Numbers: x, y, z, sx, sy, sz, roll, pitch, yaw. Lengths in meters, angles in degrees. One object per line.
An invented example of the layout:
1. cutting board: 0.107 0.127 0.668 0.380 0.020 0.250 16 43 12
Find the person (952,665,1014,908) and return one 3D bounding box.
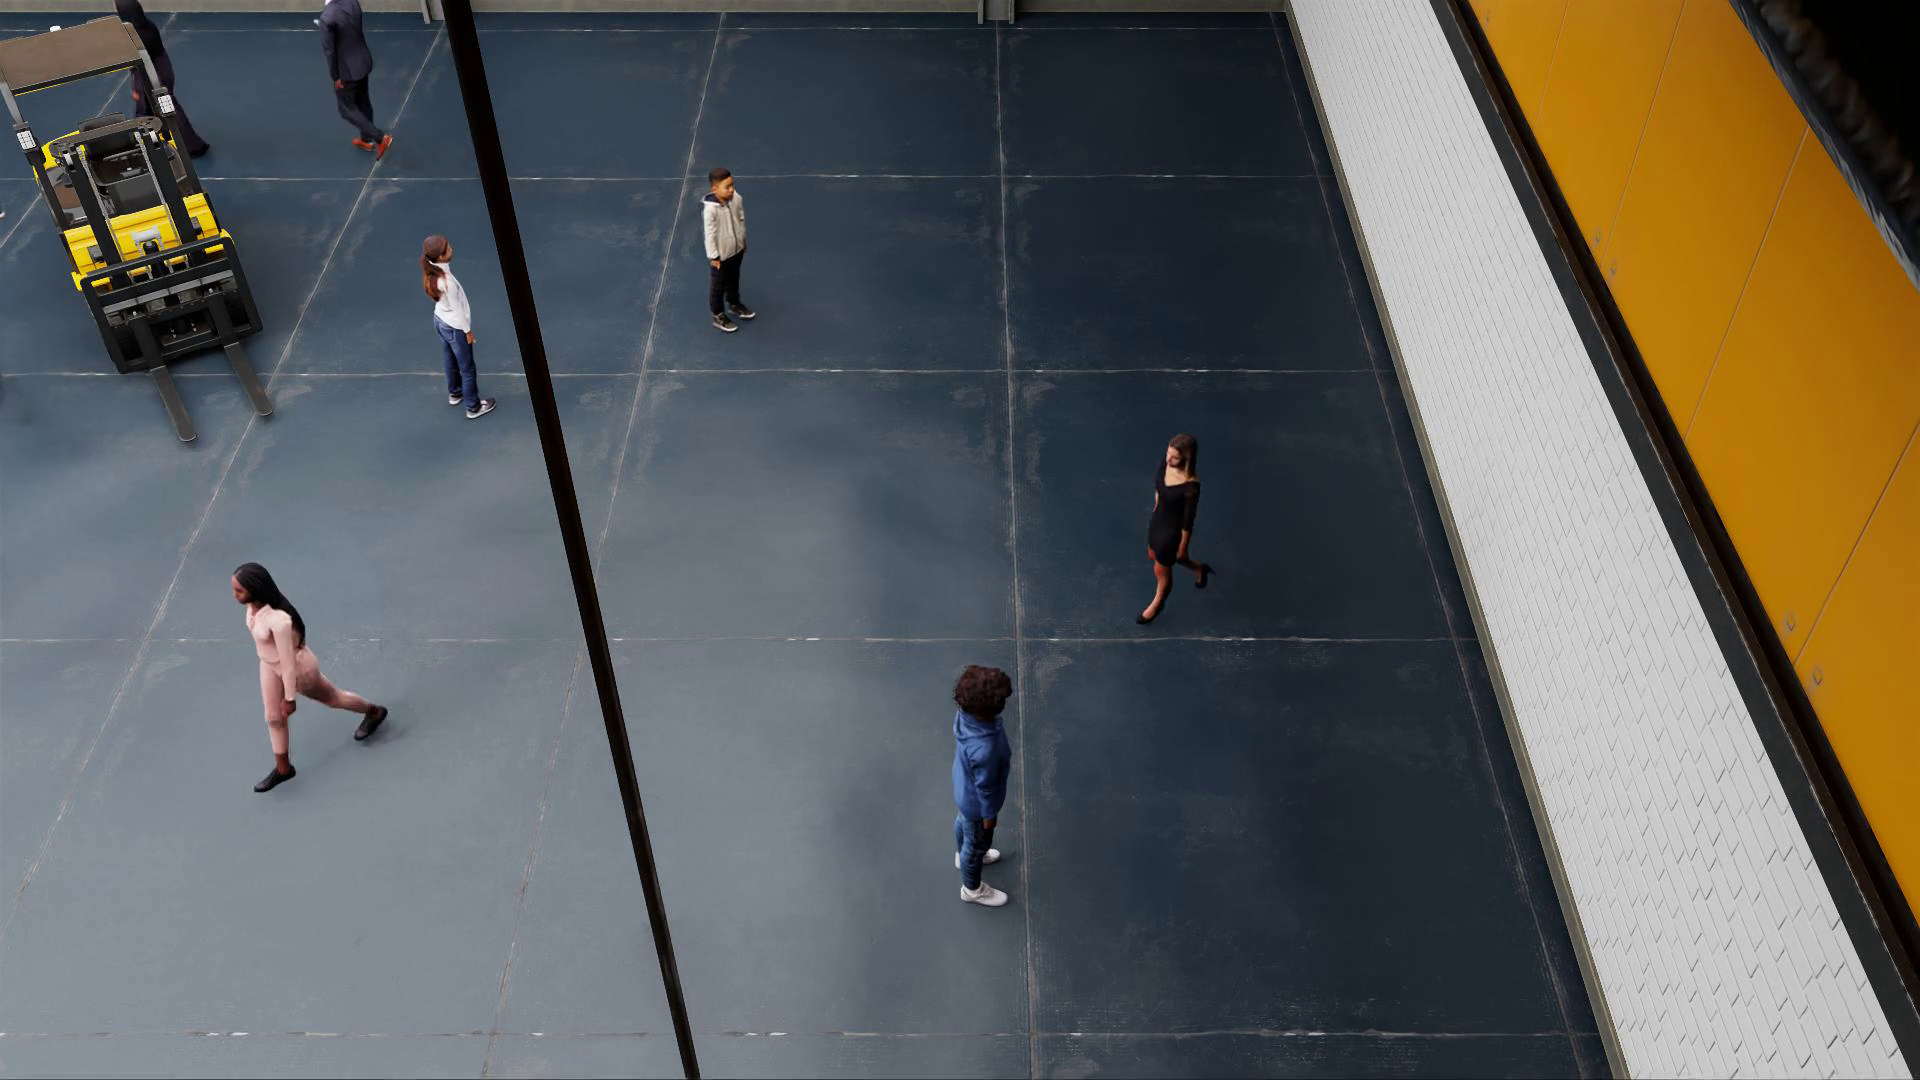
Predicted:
1. person: 0.106 1.376 9.399 0.579 1.805 0.696 -4 44 -4

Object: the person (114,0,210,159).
1. person: -7.432 -4.308 15.509 0.937 1.607 0.622 0 44 0

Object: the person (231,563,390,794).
1. person: -3.980 0.760 10.138 1.156 1.678 1.170 32 52 29

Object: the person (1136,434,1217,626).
1. person: 1.477 -0.092 11.045 0.913 1.660 0.739 -15 46 -15

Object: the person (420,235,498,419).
1. person: -3.903 -1.649 12.756 0.616 1.554 0.677 34 53 31

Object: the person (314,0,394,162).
1. person: -5.604 -4.373 15.430 1.019 1.810 0.911 17 46 17

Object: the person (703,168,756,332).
1. person: -1.931 -2.403 13.623 0.664 1.451 0.646 25 49 24
